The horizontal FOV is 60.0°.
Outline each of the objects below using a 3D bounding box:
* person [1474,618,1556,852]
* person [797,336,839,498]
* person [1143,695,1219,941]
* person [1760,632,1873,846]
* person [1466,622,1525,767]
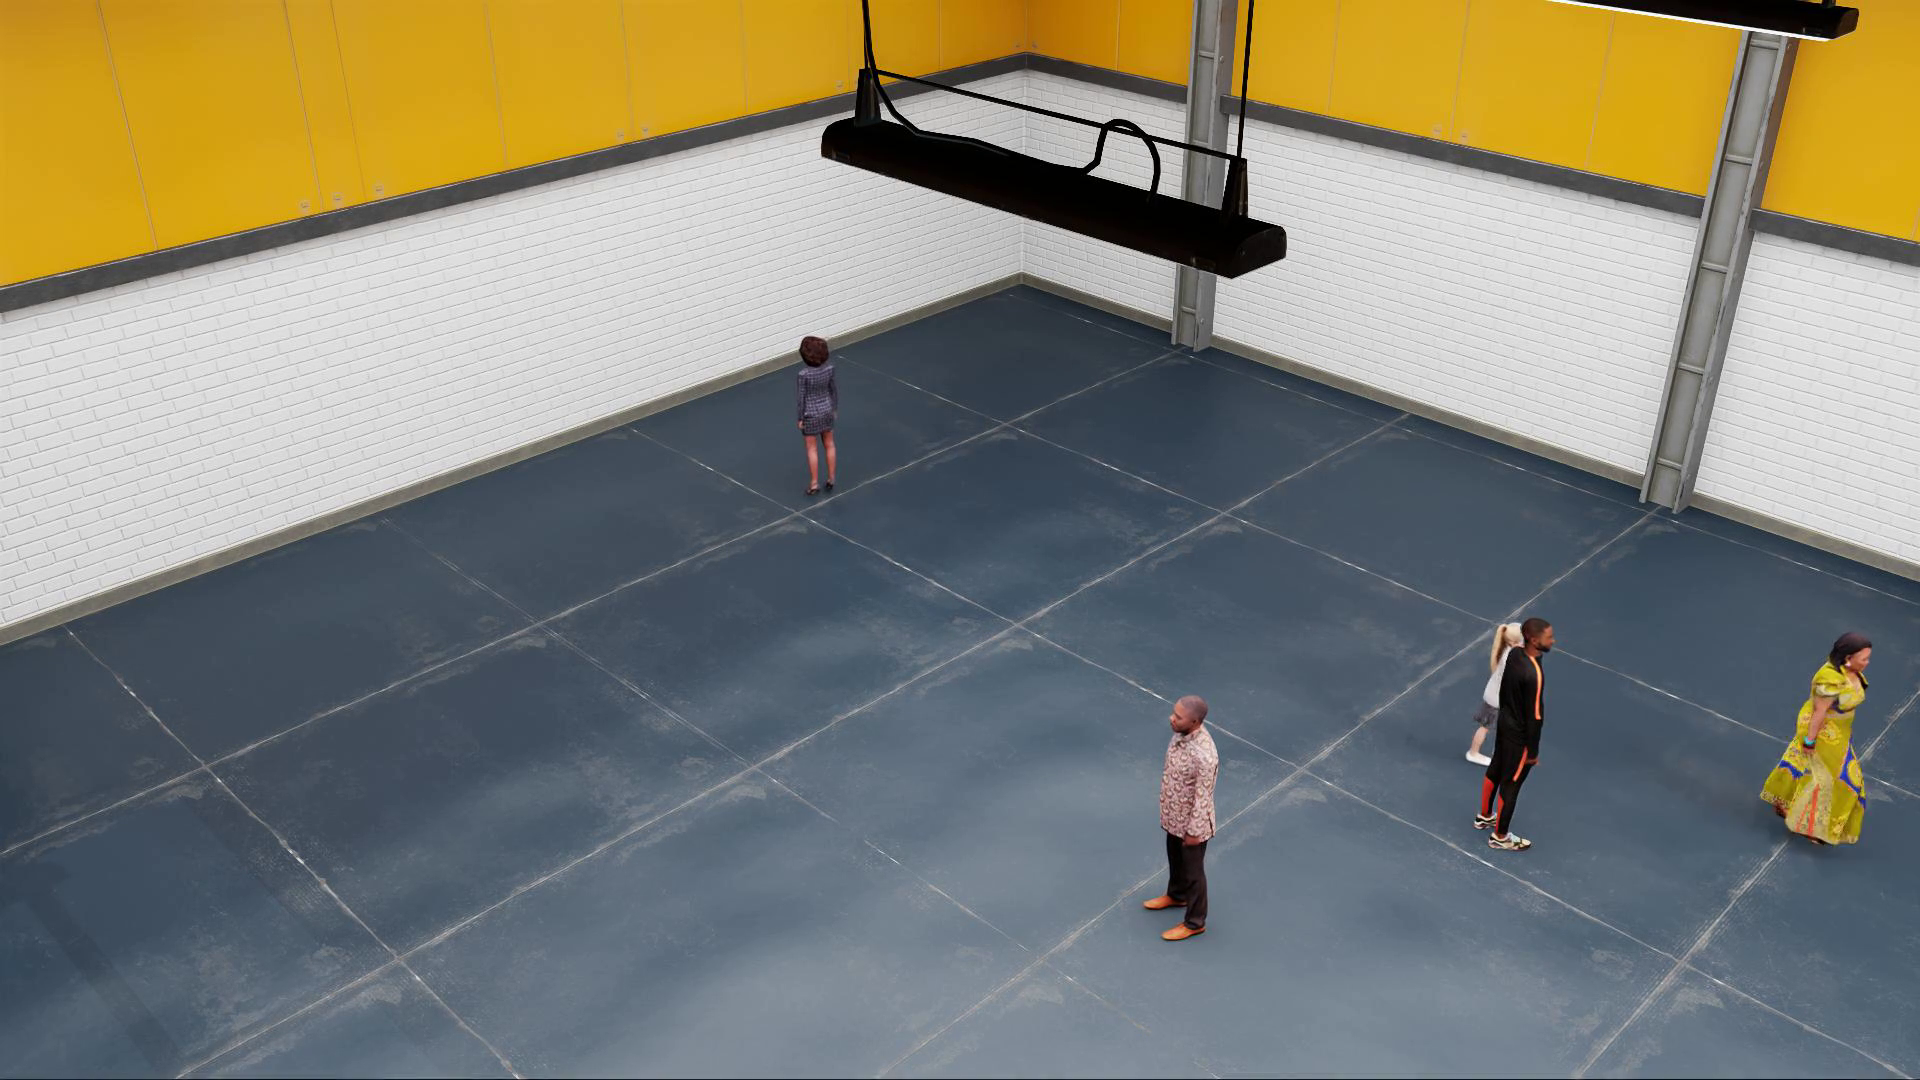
[{"bbox_3d":[3.903,1.342,11.685,0.765,1.808,0.685,-3,29,-5],"label":"person"},{"bbox_3d":[-1.413,-1.230,16.511,0.651,1.702,0.599,-19,34,-30],"label":"person"},{"bbox_3d":[1.498,1.783,10.881,0.831,1.804,0.708,-8,30,-14],"label":"person"},{"bbox_3d":[6.059,1.344,11.855,0.955,1.642,0.752,23,36,36],"label":"person"},{"bbox_3d":[4.033,1.165,12.582,0.745,1.259,0.601,14,32,24],"label":"person"}]
